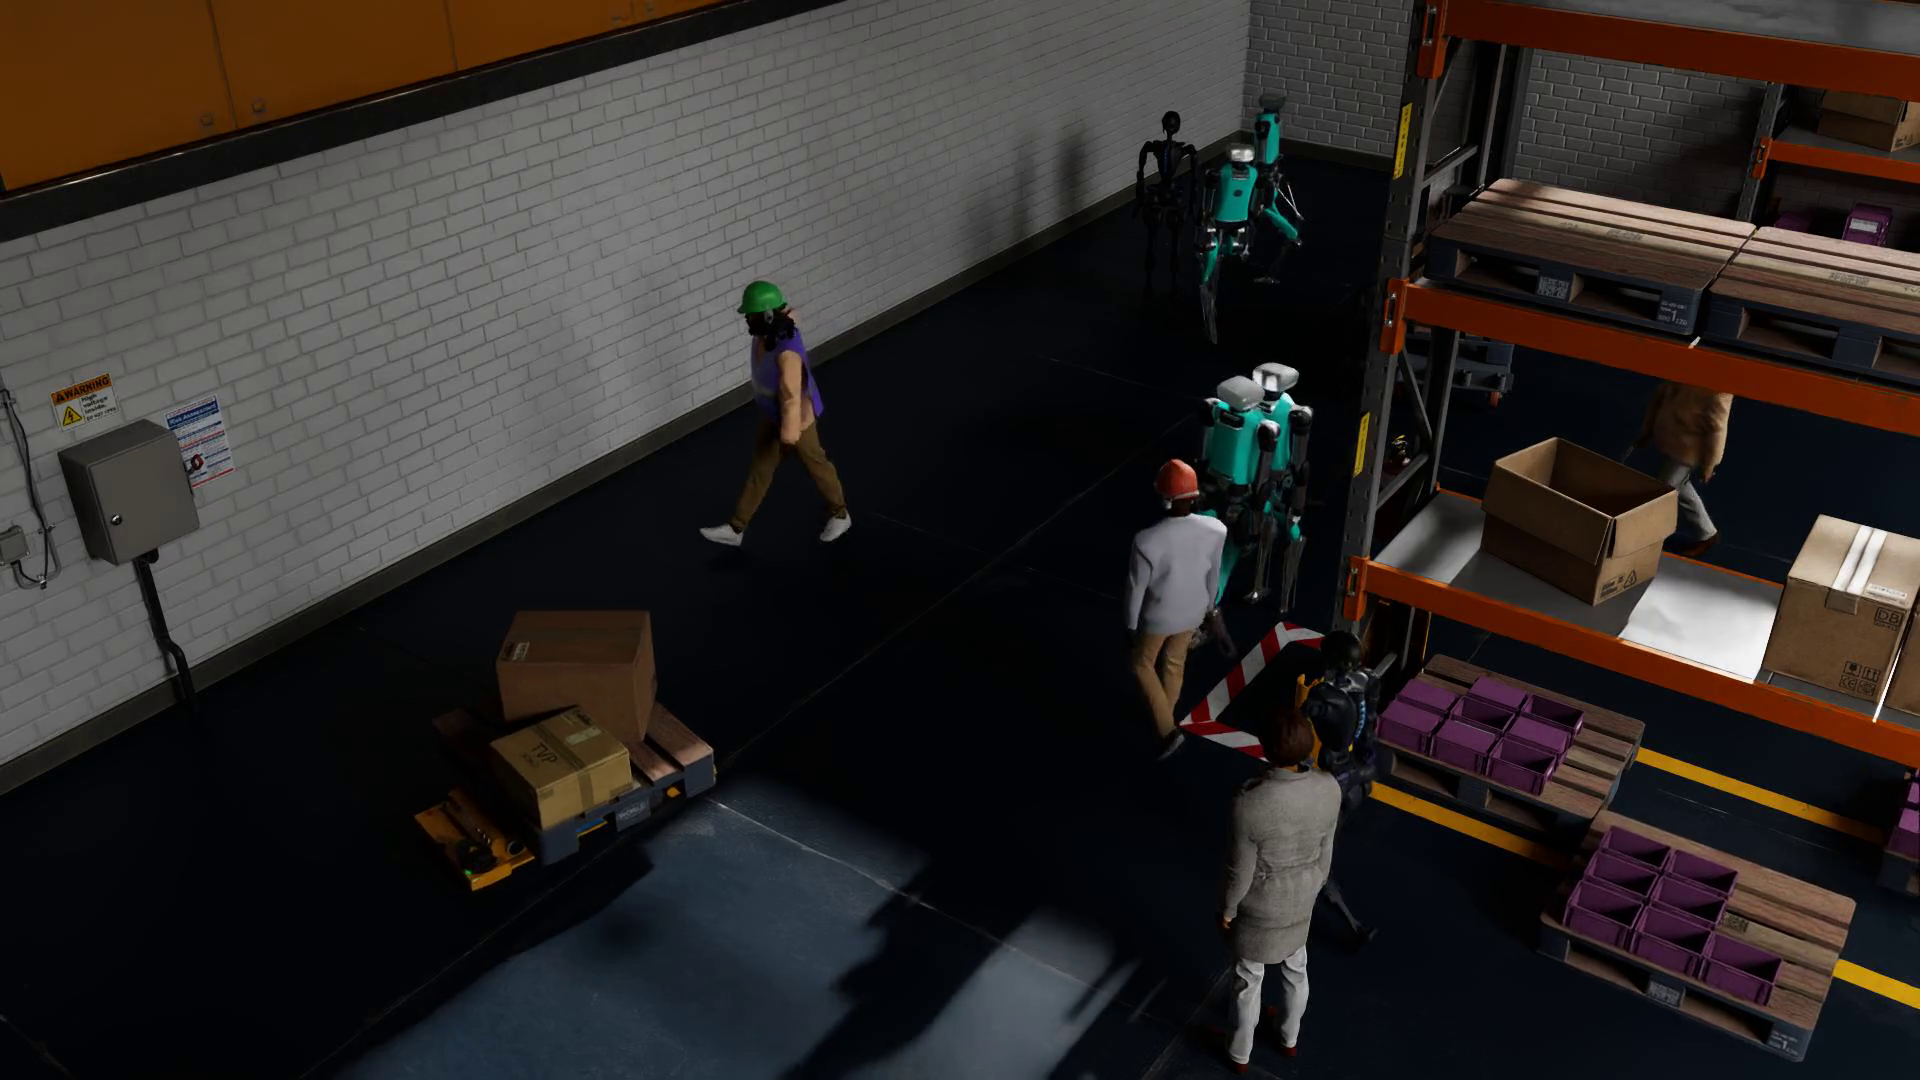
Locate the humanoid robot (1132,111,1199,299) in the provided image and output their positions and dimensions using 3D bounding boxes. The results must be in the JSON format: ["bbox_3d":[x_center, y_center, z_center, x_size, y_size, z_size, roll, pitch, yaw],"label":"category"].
[{"bbox_3d":[1.822,-2.983,14.791,0.599,1.657,0.315,9,31,15],"label":"humanoid robot"}]

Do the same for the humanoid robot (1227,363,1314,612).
[{"bbox_3d":[1.942,-0.312,10.147,0.542,1.800,0.770,20,36,31],"label":"humanoid robot"}]

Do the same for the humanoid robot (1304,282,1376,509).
[{"bbox_3d":[2.691,-0.985,11.367,0.755,1.624,0.591,-6,30,-10],"label":"humanoid robot"}]

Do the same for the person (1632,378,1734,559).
[{"bbox_3d":[4.609,-0.632,10.574,0.964,1.835,0.573,-6,31,-11],"label":"person"}]

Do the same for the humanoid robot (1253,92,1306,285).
[{"bbox_3d":[2.908,-3.058,14.946,0.667,1.870,0.543,10,32,17],"label":"humanoid robot"}]

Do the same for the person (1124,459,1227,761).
[{"bbox_3d":[1.139,0.387,8.896,0.573,1.734,0.577,-11,32,-18],"label":"person"}]

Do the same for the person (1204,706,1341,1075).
[{"bbox_3d":[1.291,1.468,6.932,0.501,1.830,0.365,-10,31,-17],"label":"person"}]

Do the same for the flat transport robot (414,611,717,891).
[{"bbox_3d":[-2.067,1.312,8.764,1.431,0.231,0.659,-23,37,-34],"label":"flat transport robot"}]

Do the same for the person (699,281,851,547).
[{"bbox_3d":[-1.187,-0.779,10.795,1.051,1.868,0.594,-18,34,-28],"label":"person"}]

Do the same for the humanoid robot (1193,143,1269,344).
[{"bbox_3d":[2.188,-2.599,14.144,0.555,1.764,1.008,-4,30,-6],"label":"humanoid robot"}]

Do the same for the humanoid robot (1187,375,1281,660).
[{"bbox_3d":[1.424,-0.045,9.641,0.544,1.787,0.672,26,39,37],"label":"humanoid robot"}]

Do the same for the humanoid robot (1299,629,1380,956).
[{"bbox_3d":[1.773,1.146,7.677,0.611,1.638,0.683,-22,37,-33],"label":"humanoid robot"}]
